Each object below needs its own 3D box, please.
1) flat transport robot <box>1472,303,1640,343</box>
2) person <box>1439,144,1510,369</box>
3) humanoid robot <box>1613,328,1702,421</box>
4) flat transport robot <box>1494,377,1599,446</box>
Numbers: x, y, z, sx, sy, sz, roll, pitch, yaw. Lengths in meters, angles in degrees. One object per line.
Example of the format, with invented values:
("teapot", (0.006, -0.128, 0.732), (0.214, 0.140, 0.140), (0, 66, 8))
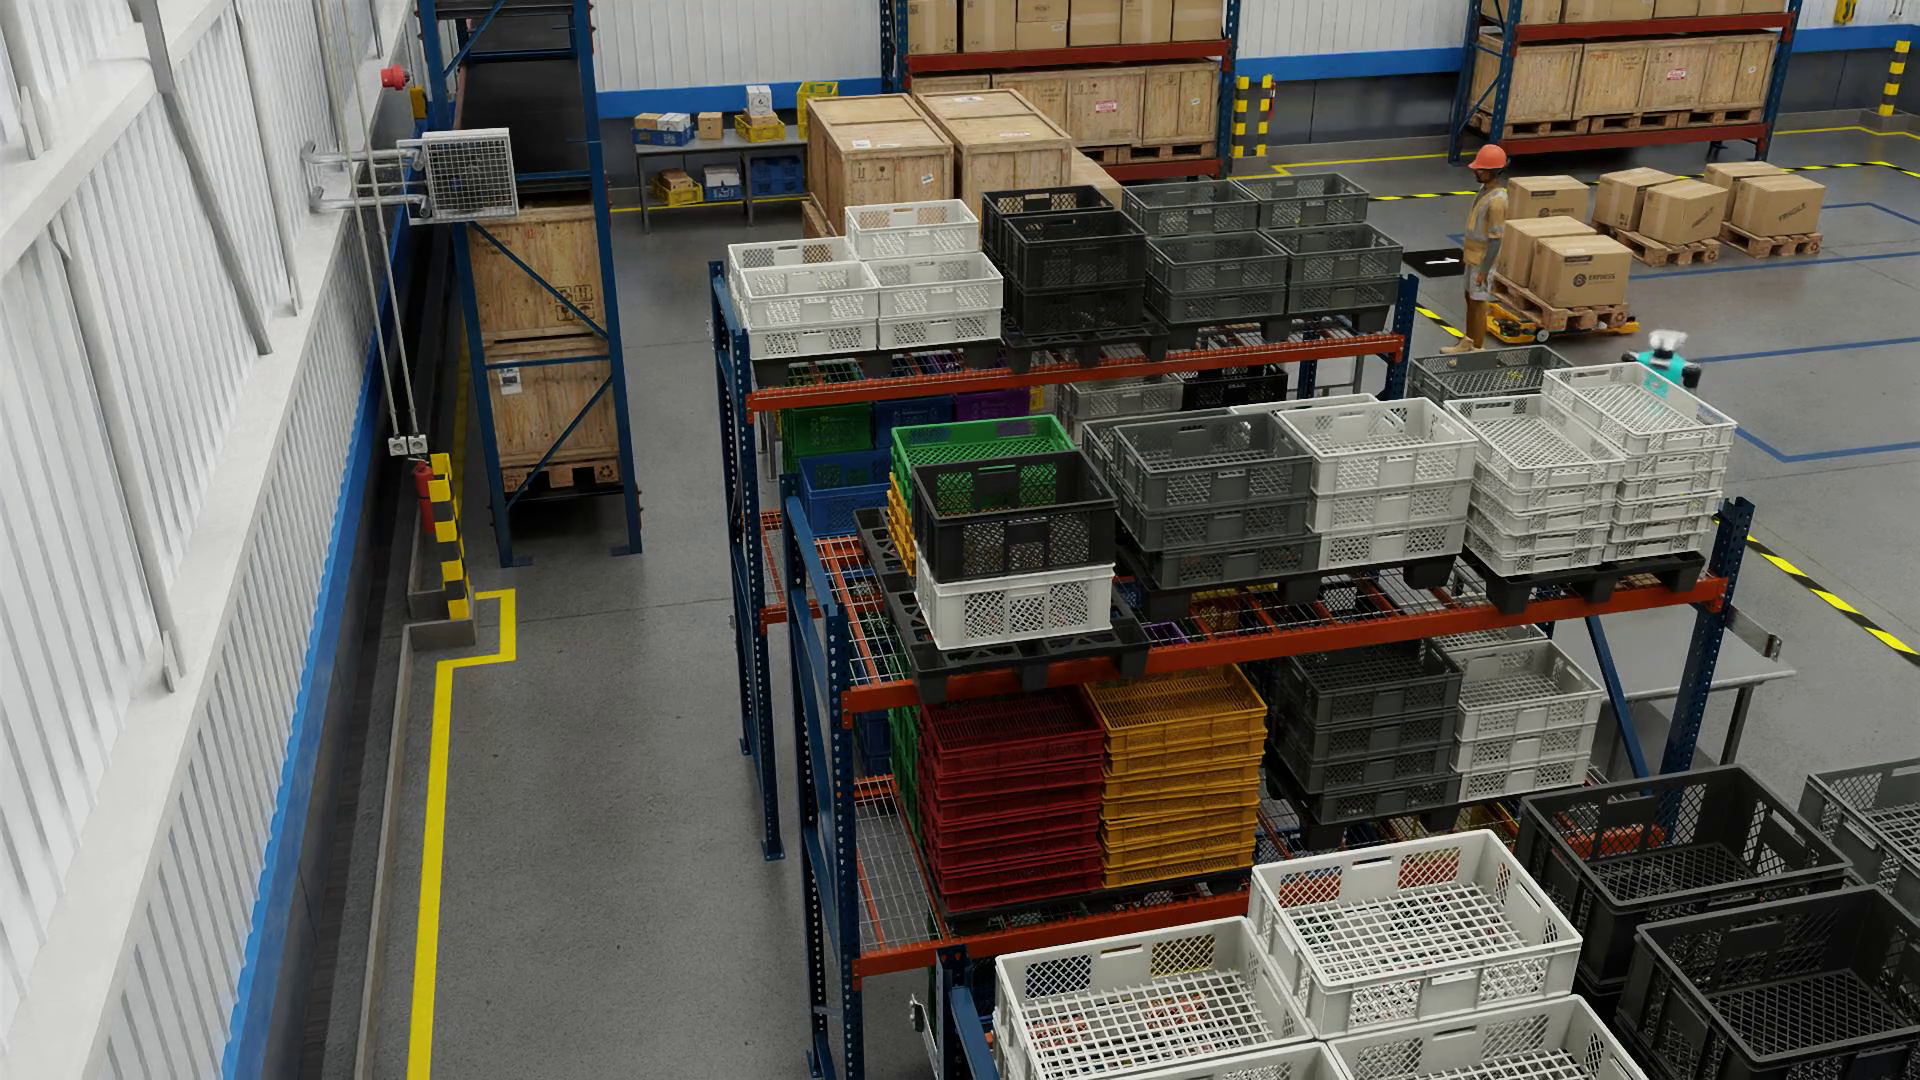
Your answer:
("flat transport robot", (5.779, -2.164, 16.123), (1.431, 0.197, 0.652), (-6, 28, -12))
("person", (4.652, -2.540, 14.966), (0.373, 2.040, 0.613), (2, 28, 3))
("humanoid robot", (4.997, -0.762, 11.996), (0.530, 1.787, 1.050), (16, 32, 27))
("flat transport robot", (4.780, -1.036, 14.013), (0.659, 0.231, 1.431), (-6, 28, -12))
